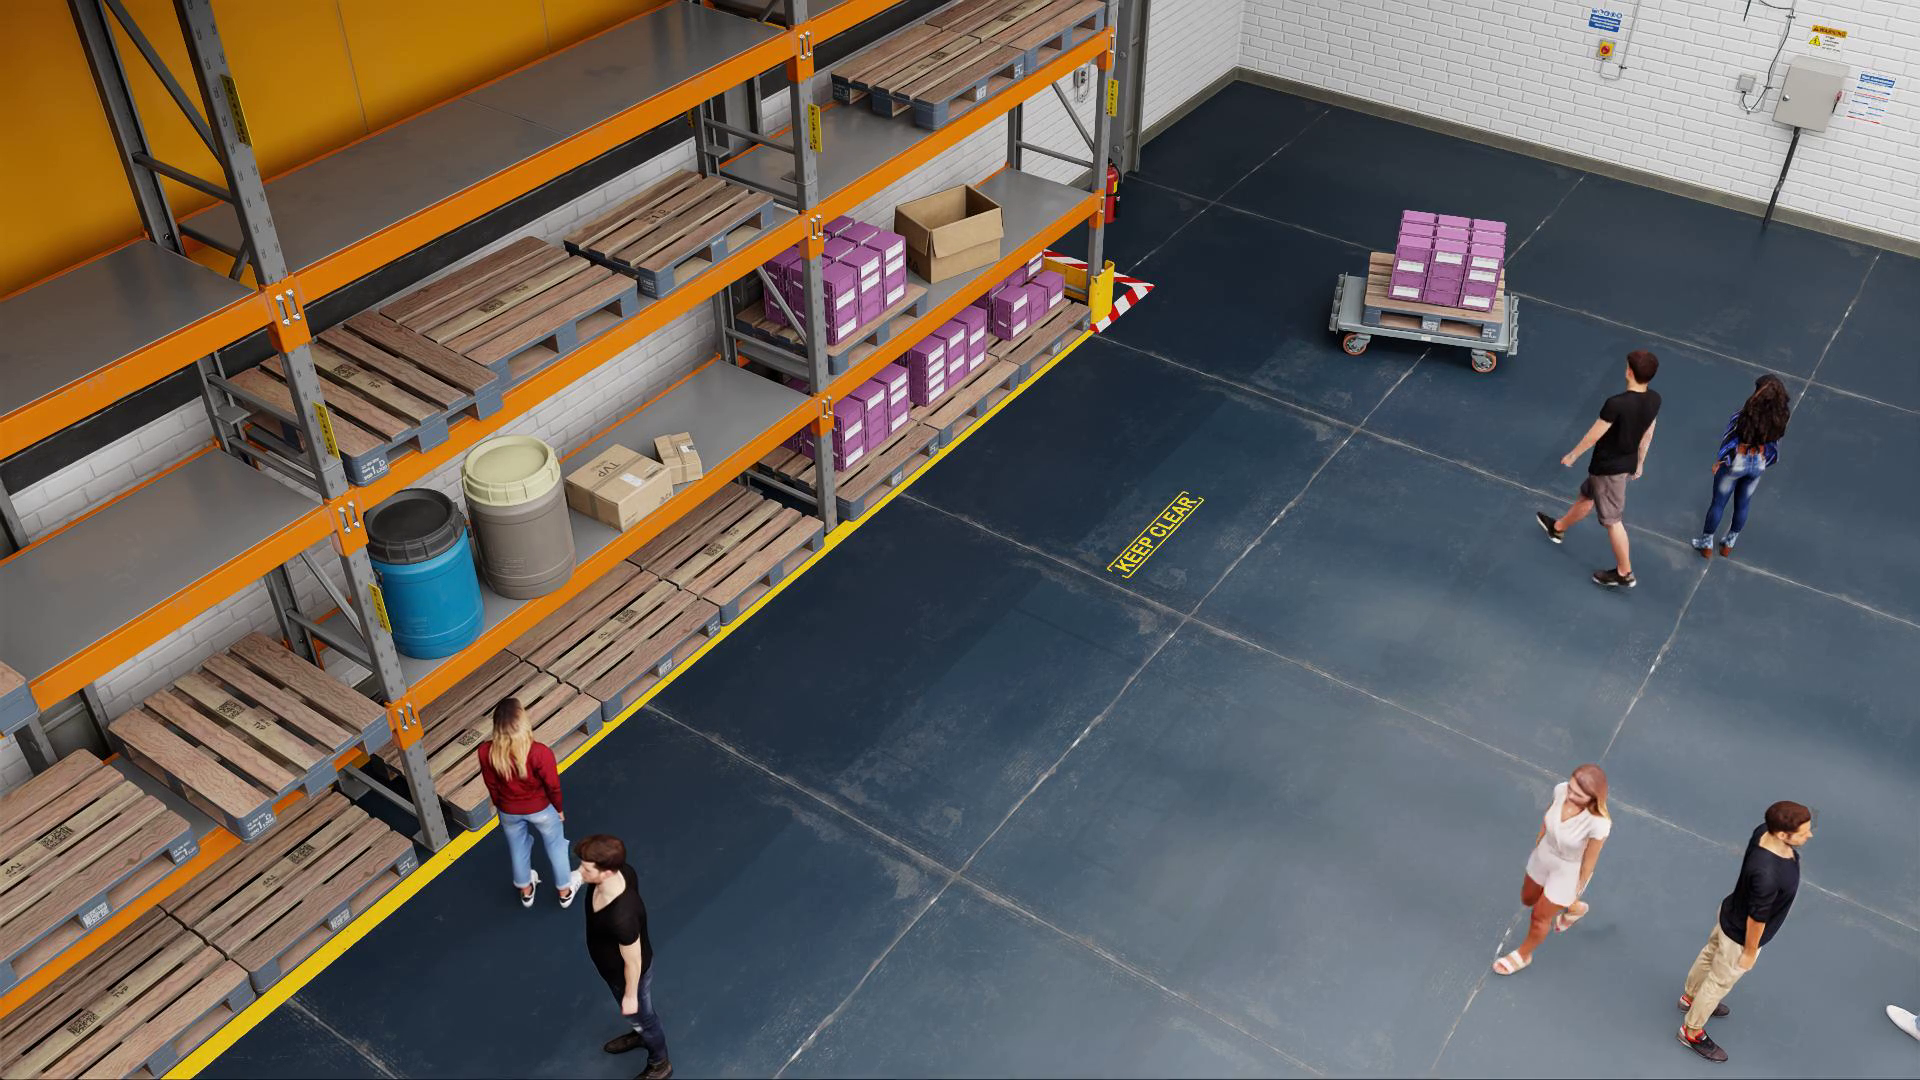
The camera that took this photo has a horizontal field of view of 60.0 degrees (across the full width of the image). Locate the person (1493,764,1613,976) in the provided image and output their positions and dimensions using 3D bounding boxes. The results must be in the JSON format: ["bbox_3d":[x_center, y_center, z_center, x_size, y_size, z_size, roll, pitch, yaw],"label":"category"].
[{"bbox_3d":[3.473,1.842,9.438,0.966,1.677,0.828,-15,41,-18],"label":"person"}]

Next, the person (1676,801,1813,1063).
[{"bbox_3d":[4.238,2.072,9.004,0.739,1.859,0.545,14,41,16],"label":"person"}]

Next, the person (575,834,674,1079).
[{"bbox_3d":[-1.764,2.221,8.788,0.764,1.897,0.761,-15,41,-18],"label":"person"}]

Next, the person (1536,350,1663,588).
[{"bbox_3d":[4.873,-0.475,12.235,1.272,1.809,1.045,-23,44,-26],"label":"person"}]

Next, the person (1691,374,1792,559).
[{"bbox_3d":[5.872,-0.557,12.492,0.695,1.617,0.725,0,39,0],"label":"person"}]

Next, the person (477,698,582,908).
[{"bbox_3d":[-2.557,1.567,9.819,0.668,1.632,0.701,-2,39,-2],"label":"person"}]
